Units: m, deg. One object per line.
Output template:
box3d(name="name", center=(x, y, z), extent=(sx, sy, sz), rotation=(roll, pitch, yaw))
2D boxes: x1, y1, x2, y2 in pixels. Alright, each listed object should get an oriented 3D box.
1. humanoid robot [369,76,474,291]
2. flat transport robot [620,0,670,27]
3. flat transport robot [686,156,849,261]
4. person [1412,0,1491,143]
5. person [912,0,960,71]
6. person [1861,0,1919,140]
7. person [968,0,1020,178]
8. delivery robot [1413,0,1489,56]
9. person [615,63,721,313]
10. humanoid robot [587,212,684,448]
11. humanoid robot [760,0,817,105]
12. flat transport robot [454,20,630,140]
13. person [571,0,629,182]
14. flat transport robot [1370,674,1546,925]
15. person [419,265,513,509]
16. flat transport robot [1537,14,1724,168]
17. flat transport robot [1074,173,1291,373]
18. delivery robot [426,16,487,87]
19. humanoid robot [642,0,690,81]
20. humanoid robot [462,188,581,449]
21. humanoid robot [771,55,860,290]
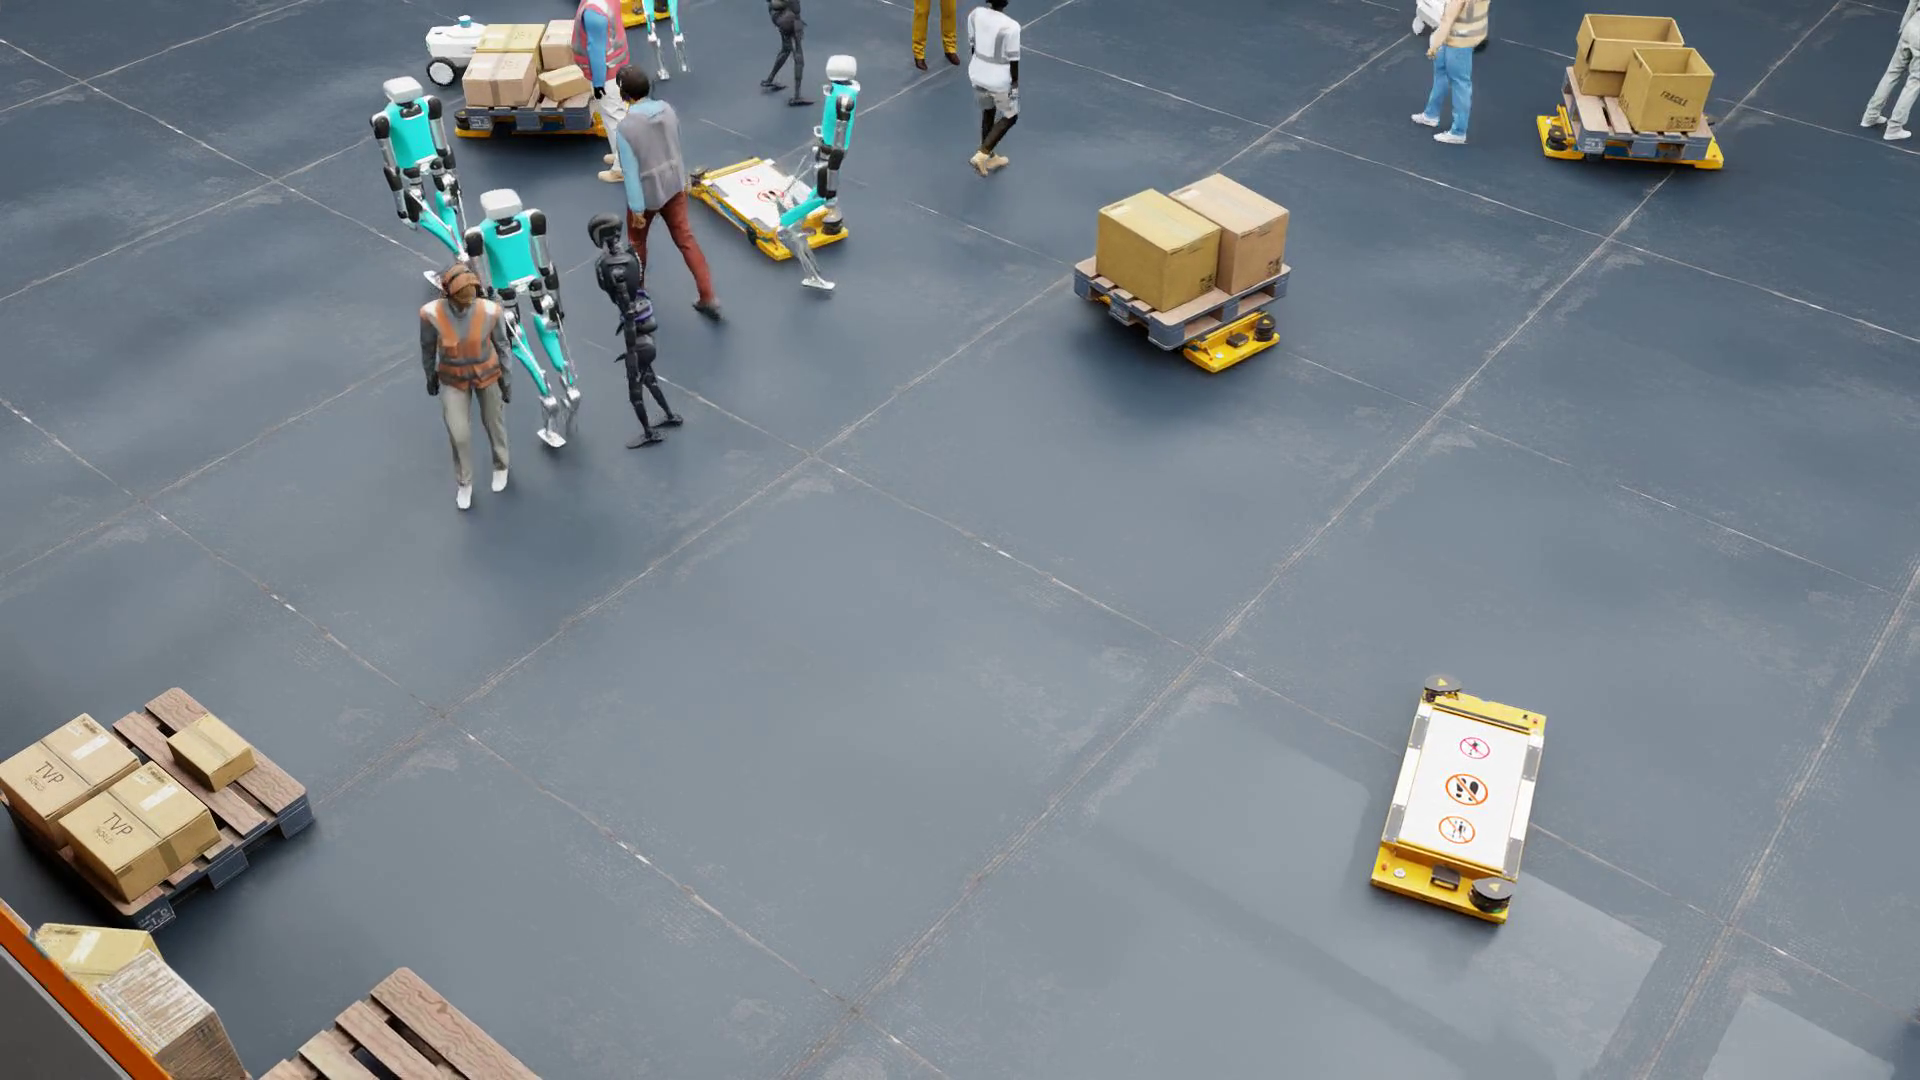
box3d(name="humanoid robot", center=(-3.622, -2.339, 11.730), extent=(1.053, 1.753, 0.536), rotation=(30, 49, 31))
box3d(name="flat transport robot", center=(-3.428, -5.438, 16.476), extent=(0.659, 0.231, 1.431), rotation=(-22, 45, -24))
box3d(name="flat transport robot", center=(-1.548, -2.674, 13.223), extent=(0.659, 0.231, 1.431), rotation=(-25, 46, -27))
box3d(name="person", center=(4.117, -4.188, 13.896), extent=(0.681, 1.691, 0.628), rotation=(28, 48, 29))
box3d(name="person", center=(-0.208, -5.099, 14.940), extent=(0.531, 1.749, 0.342), rotation=(-13, 42, -15))
box3d(name="person", center=(8.062, -4.195, 13.884), extent=(0.321, 1.730, 0.490), rotation=(-13, 42, -15))
box3d(name="person", center=(0.233, -3.673, 13.301), extent=(0.542, 1.680, 0.476), rotation=(32, 50, 32))
box3d(name="delivery robot", center=(4.603, -4.923, 15.640), extent=(0.499, 0.584, 0.783), rotation=(-11, 42, -13))
box3d(name="person", center=(-2.139, -2.465, 11.771), extent=(0.969, 1.830, 0.531), rotation=(31, 49, 31))
box3d(name="humanoid robot", center=(-2.048, -1.342, 10.580), extent=(0.427, 1.641, 0.585), rotation=(-10, 41, -12))
box3d(name="humanoid robot", center=(-1.549, -4.636, 14.457), extent=(0.433, 1.651, 0.601), rotation=(-15, 43, -17))
box3d(name="flat transport robot", center=(-3.616, -3.731, 14.467), extent=(1.431, 0.231, 0.659), rotation=(0, 40, 0))
box3d(name="person", center=(-2.863, -3.773, 13.315), extent=(0.431, 1.837, 0.628), rotation=(-1, 40, -1))
box3d(name="flat transport robot", center=(2.590, 1.296, 8.554), extent=(0.659, 0.231, 1.431), rotation=(15, 43, 17))
box3d(name="person", center=(-2.972, -0.917, 10.118), extent=(0.549, 1.619, 0.549), rotation=(-9, 41, -11))
box3d(name="flat transport robot", center=(5.676, -3.428, 14.111), extent=(1.431, 0.231, 0.659), rotation=(6, 41, 6))
box3d(name="flat transport robot", center=(1.581, -1.702, 12.080), extent=(0.659, 0.231, 1.431), rotation=(-27, 47, -28))
box3d(name="delivery robot", center=(-4.445, -4.461, 15.087), extent=(0.750, 0.570, 0.499), rotation=(0, 40, 0))
box3d(name="humanoid robot", center=(-2.655, -4.875, 14.688), extent=(0.540, 1.810, 0.668), rotation=(-8, 41, -10))
box3d(name="humanoid robot", center=(-2.643, -1.256, 10.480), extent=(0.531, 1.858, 0.772), rotation=(-27, 47, -28))
box3d(name="humanoid robot", center=(-1.096, -2.593, 12.051), extent=(0.799, 1.824, 0.544), rotation=(-5, 41, -6))
